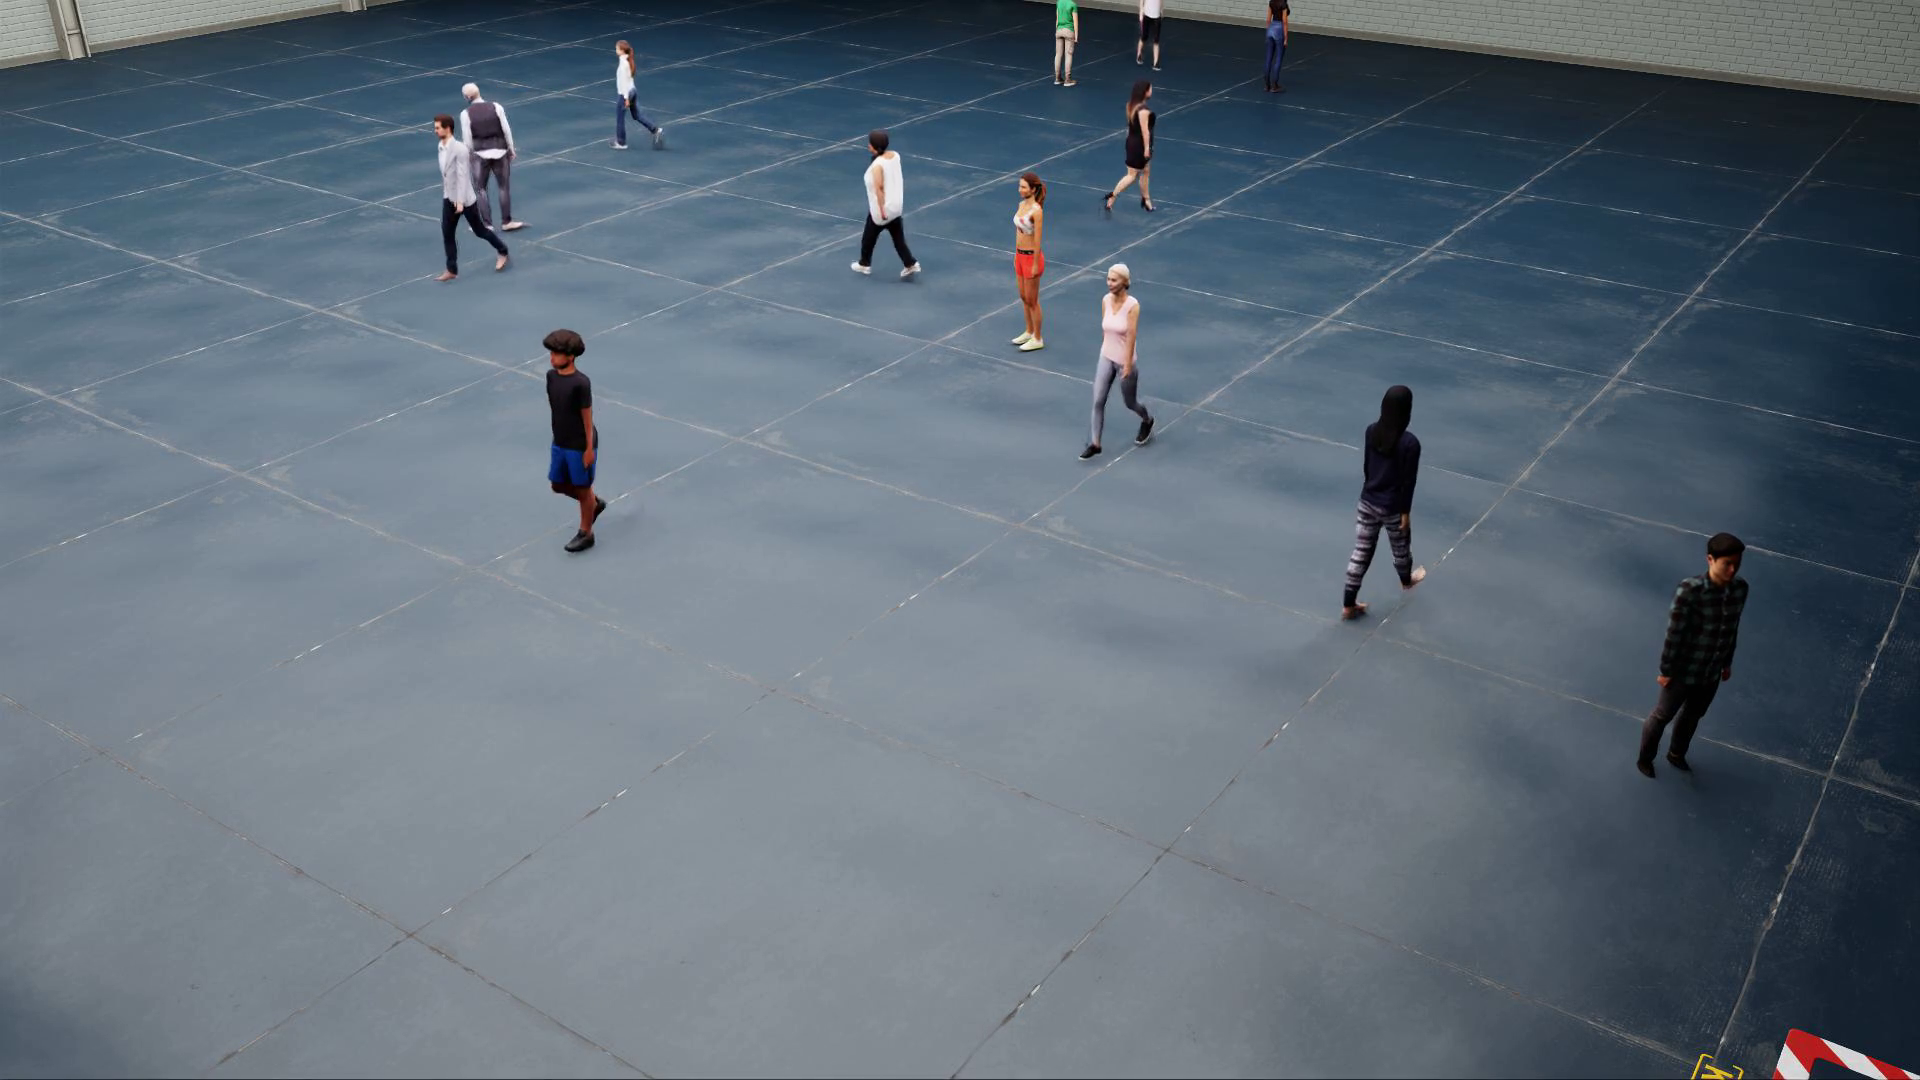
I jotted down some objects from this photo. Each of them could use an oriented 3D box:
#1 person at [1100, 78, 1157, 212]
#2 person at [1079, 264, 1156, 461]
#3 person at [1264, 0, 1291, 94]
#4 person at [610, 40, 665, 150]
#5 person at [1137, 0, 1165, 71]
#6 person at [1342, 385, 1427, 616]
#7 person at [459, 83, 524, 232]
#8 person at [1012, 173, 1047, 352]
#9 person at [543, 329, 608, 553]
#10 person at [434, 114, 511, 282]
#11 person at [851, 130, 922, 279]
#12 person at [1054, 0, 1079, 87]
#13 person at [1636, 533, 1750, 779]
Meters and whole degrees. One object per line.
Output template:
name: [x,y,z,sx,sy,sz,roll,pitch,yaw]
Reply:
person: [2.149,-4.861,20.730,1.134,1.688,1.027,-7,28,-14]
person: [1.420,-1.541,14.274,0.604,1.697,1.113,21,34,35]
person: [5.188,-8.243,27.246,0.642,1.737,0.641,-22,34,-36]
person: [-4.675,-6.363,23.817,0.829,1.534,1.004,5,28,10]
person: [3.277,-9.082,28.865,1.174,1.746,1.161,-7,28,-14]
person: [2.942,-0.237,11.748,1.110,1.691,0.794,-22,34,-36]
person: [-5.648,-4.628,20.160,0.824,1.796,0.954,-2,27,-4]
person: [0.695,-2.774,16.574,0.679,1.784,0.652,-11,29,-21]
person: [-2.887,-0.787,12.712,0.614,1.786,0.757,17,32,29]
person: [-5.502,-3.830,18.594,0.712,1.811,1.202,18,33,32]
person: [-0.785,-3.716,18.539,0.712,1.659,1.016,16,31,29]
person: [1.754,-8.432,27.709,0.559,1.649,0.520,17,32,30]
person: [4.421,0.713,10.017,0.717,1.714,0.781,-7,28,-14]
